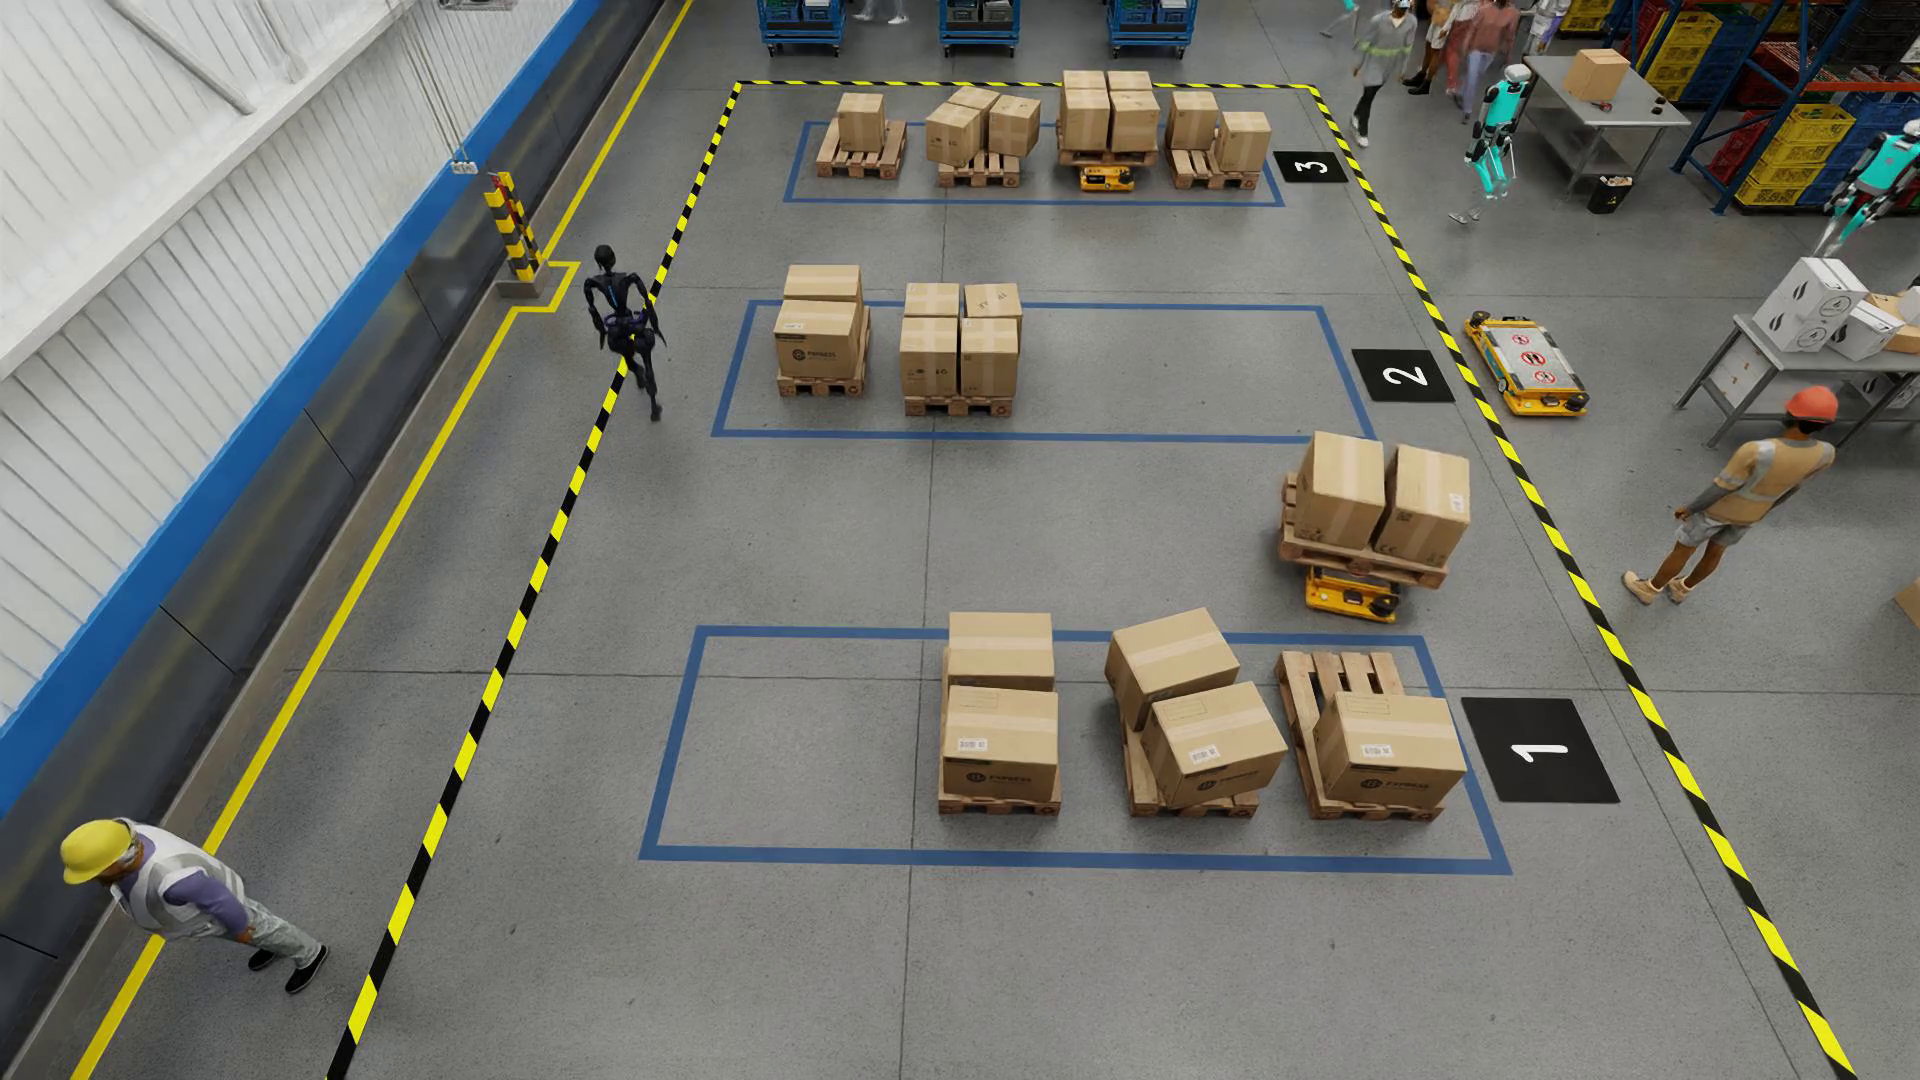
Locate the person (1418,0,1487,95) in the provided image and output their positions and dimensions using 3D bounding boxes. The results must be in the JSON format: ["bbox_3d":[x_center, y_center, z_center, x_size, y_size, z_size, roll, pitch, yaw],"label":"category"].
[{"bbox_3d":[7.000,-7.276,12.788,0.655,1.853,0.983,-9,50,-8],"label":"person"}]

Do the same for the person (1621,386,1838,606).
[{"bbox_3d":[5.530,-0.257,6.590,0.605,2.033,0.389,1,49,1],"label":"person"}]

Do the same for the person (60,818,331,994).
[{"bbox_3d":[-3.995,1.927,4.831,0.599,1.829,0.404,21,52,17],"label":"person"}]

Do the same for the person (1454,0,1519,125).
[{"bbox_3d":[7.024,-6.575,12.265,0.621,1.722,0.719,7,50,6],"label":"person"}]

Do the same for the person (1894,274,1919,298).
[{"bbox_3d":[10.343,-3.157,9.234,0.331,1.836,0.505,-23,53,-19],"label":"person"}]

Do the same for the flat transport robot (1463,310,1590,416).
[{"bbox_3d":[5.573,-1.757,9.054,0.659,0.231,1.431,1,49,1],"label":"flat transport robot"}]

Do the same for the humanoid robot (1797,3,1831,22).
[{"bbox_3d":[13.221,-8.455,13.924,0.588,1.638,0.556,11,50,9],"label":"humanoid robot"}]

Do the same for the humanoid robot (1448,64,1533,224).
[{"bbox_3d":[5.999,-4.303,10.196,0.533,1.681,0.735,-11,50,-10],"label":"humanoid robot"}]

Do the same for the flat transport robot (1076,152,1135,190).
[{"bbox_3d":[1.845,-4.960,11.808,0.652,0.197,1.431,1,49,1],"label":"flat transport robot"}]

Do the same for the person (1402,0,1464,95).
[{"bbox_3d":[6.635,-7.202,12.664,0.373,1.934,0.550,2,49,2],"label":"person"}]

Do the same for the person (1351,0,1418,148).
[{"bbox_3d":[5.435,-6.106,11.803,0.609,1.797,0.961,0,49,0],"label":"person"}]

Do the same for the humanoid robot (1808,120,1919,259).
[{"bbox_3d":[9.527,-3.547,9.670,0.757,1.843,0.550,-27,54,-21],"label":"humanoid robot"}]

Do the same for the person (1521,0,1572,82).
[{"bbox_3d":[7.773,-6.841,12.286,0.390,2.038,0.604,6,49,5],"label":"person"}]

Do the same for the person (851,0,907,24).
[{"bbox_3d":[-1.308,-9.046,14.342,0.948,1.816,0.497,-11,50,-9],"label":"person"}]

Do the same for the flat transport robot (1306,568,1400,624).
[{"bbox_3d":[3.212,0.008,7.508,0.652,0.197,1.431,12,50,10],"label":"flat transport robot"}]

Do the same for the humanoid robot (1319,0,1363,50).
[{"bbox_3d":[6.014,-8.433,13.871,0.558,1.776,0.963,-31,56,-24],"label":"humanoid robot"}]

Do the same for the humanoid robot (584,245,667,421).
[{"bbox_3d":[-2.993,-1.908,8.280,0.586,1.621,0.777,-8,50,-7],"label":"humanoid robot"}]

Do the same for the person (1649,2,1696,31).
[{"bbox_3d":[10.147,-7.493,13.043,0.486,1.744,0.294,3,49,3],"label":"person"}]
